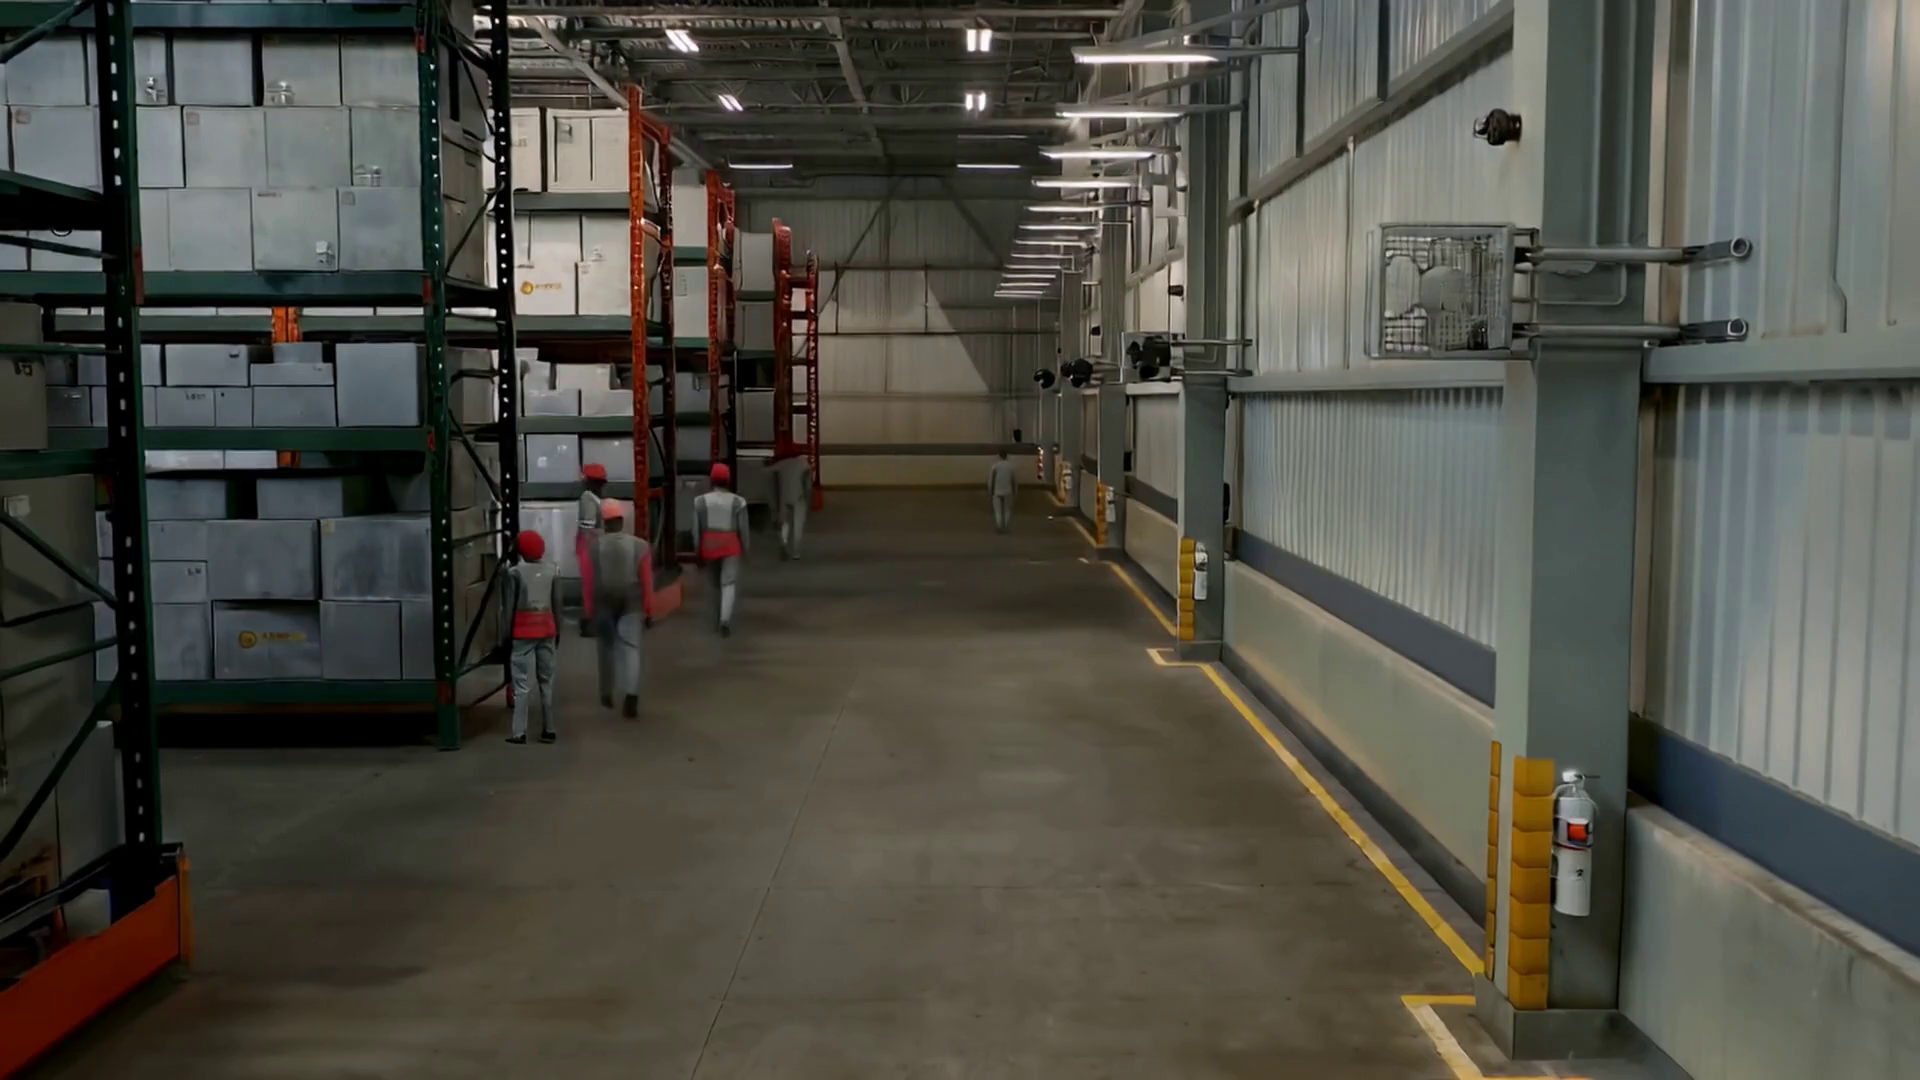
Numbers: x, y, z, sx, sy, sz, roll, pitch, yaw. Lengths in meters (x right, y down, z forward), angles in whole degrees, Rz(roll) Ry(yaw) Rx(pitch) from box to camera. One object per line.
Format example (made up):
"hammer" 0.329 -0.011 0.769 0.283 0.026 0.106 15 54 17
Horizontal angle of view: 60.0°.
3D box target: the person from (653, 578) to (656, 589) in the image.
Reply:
"person" -4.418 -0.133 21.821 0.999 1.785 0.631 -1 5 -8

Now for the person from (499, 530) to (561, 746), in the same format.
"person" -3.229 0.735 12.550 0.318 1.631 0.519 4 7 42

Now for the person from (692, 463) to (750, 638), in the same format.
"person" -2.626 0.107 18.254 0.624 1.909 0.944 0 5 -1

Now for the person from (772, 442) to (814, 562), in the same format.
"person" -2.658 -0.603 26.496 0.639 1.922 0.469 1 5 7

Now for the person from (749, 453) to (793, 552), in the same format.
"person" -3.170 -0.625 28.169 1.009 1.670 0.508 3 6 35

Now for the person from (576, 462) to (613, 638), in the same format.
"person" -3.959 0.117 18.067 0.397 1.920 0.559 0 5 2

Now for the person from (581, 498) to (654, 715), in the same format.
"person" -2.836 0.545 13.819 0.602 1.796 0.897 -2 5 -19

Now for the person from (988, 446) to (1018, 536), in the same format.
"person" 0.813 -0.907 31.120 0.560 1.725 0.671 0 5 -2
